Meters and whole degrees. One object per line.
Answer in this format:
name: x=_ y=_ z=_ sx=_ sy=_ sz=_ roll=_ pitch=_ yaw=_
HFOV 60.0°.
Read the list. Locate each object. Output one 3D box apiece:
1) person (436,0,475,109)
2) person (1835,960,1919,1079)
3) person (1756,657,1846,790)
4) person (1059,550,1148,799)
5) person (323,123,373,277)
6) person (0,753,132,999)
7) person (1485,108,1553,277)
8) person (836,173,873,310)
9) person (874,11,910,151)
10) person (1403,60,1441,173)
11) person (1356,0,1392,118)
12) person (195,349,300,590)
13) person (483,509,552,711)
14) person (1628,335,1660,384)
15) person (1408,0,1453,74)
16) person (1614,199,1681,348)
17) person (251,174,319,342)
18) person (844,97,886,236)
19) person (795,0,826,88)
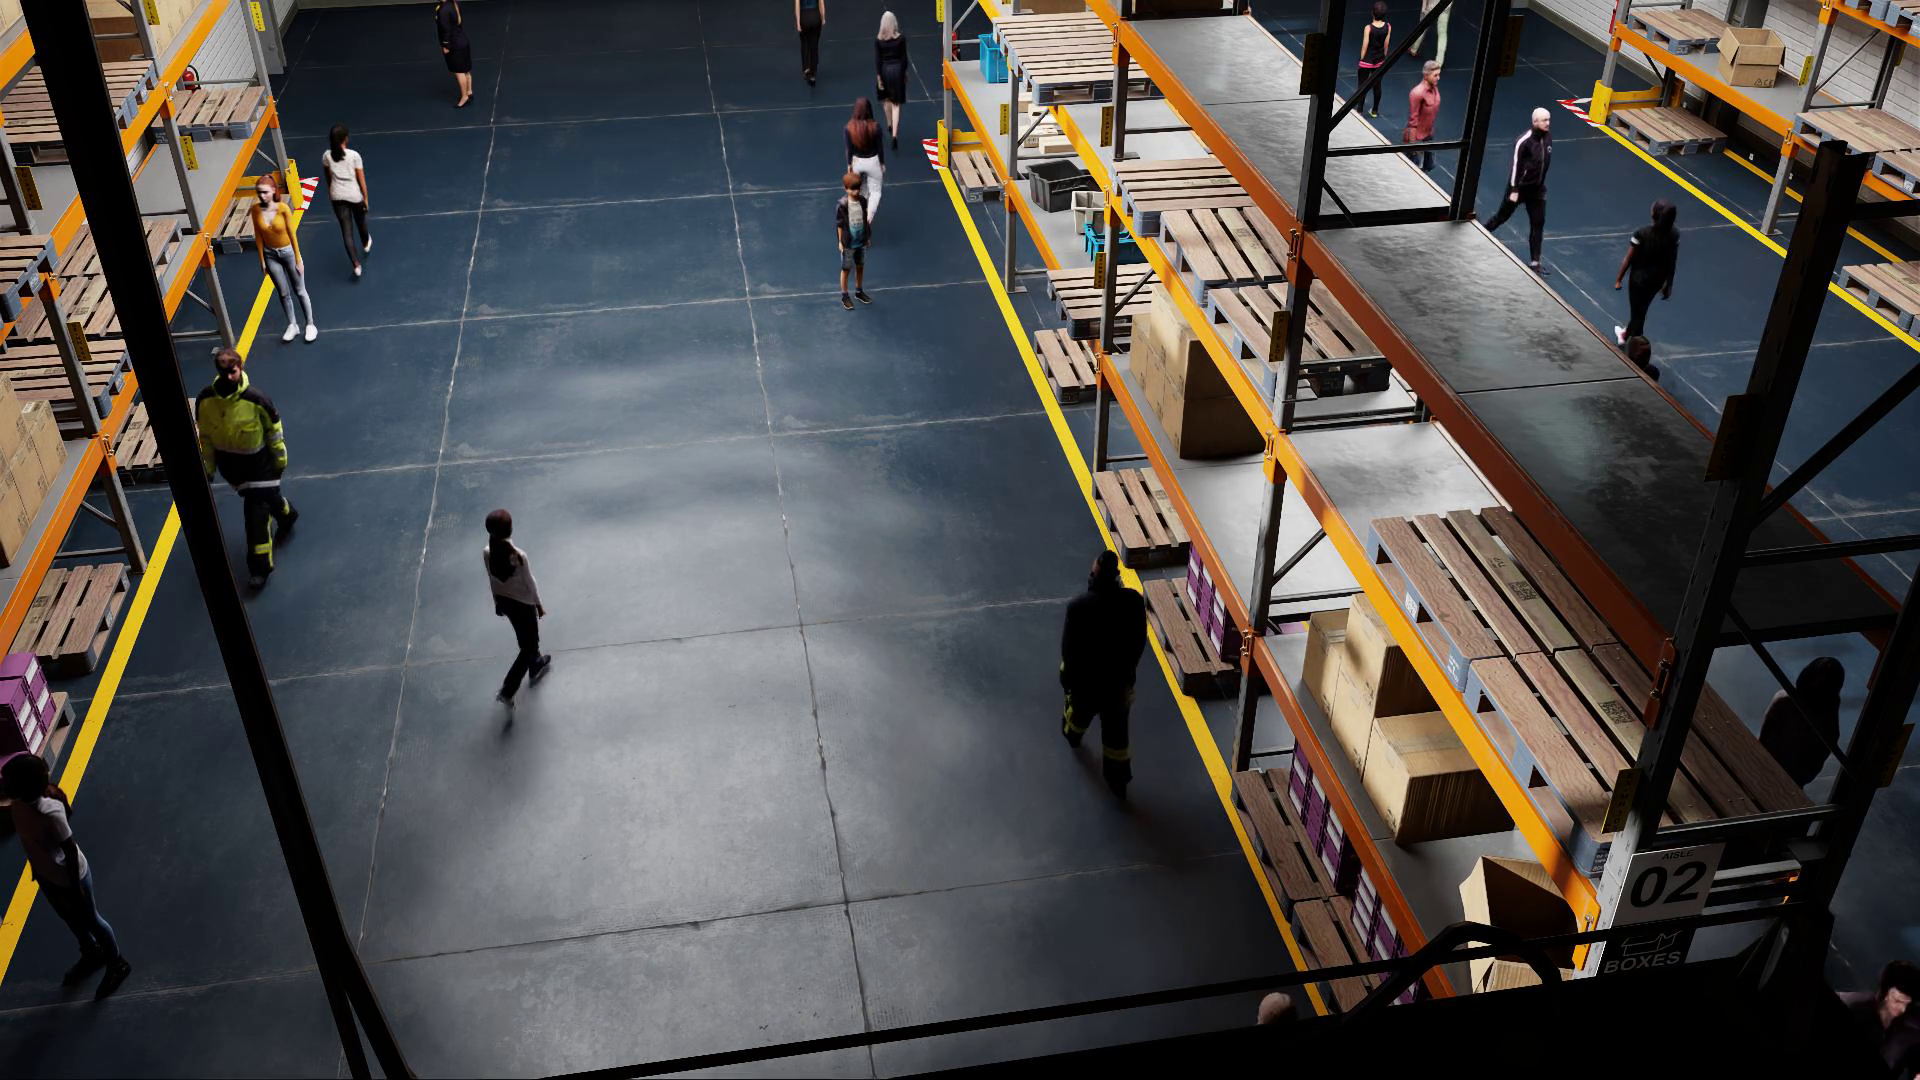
person: x=-6.874 y=-6.742 z=22.649 sx=0.817 sy=1.671 sz=0.664 roll=3 pitch=34 yaw=5
person: x=4.455 y=2.667 z=8.394 sx=0.992 sy=1.781 sz=1.311 roll=5 pitch=34 yaw=7
person: x=5.227 y=1.362 z=10.513 sx=0.619 sy=1.608 sz=0.642 roll=-5 pitch=34 yaw=-7
person: x=0.960 y=0.899 z=11.013 sx=0.774 sy=1.826 sz=1.110 roll=-6 pitch=34 yaw=-9
person: x=-6.653 y=-3.651 z=18.073 sx=0.619 sy=1.589 sz=1.130 roll=-7 pitch=34 yaw=-11
person: x=-5.176 y=1.915 z=9.581 sx=0.670 sy=1.719 sz=0.714 roll=17 pitch=37 yaw=24
person: x=6.088 y=-3.841 z=18.181 sx=0.978 sy=1.785 sz=1.337 roll=-17 pitch=37 yaw=-24
person: x=-1.117 y=-3.159 z=17.461 sx=0.611 sy=1.446 sz=0.630 roll=-22 pitch=39 yaw=-29
person: x=-0.853 y=-5.827 z=21.251 sx=0.721 sy=1.694 sz=1.214 roll=0 pitch=34 yaw=0
person: x=5.311 y=-4.766 z=19.545 sx=0.954 sy=1.815 sz=0.897 roll=23 pitch=40 yaw=30
person: x=5.535 y=-6.441 z=22.302 sx=0.548 sy=1.553 sz=0.519 roll=-8 pitch=34 yaw=-12
person: x=-5.650 y=-0.674 z=13.291 sx=1.024 sy=1.924 sz=1.372 roll=4 pitch=34 yaw=6
person: x=-3.198 y=0.498 z=11.876 sx=0.855 sy=1.539 sz=1.061 roll=11 pitch=35 yaw=16
person: x=5.403 y=-0.905 z=13.755 sx=0.717 sy=1.795 sz=0.699 roll=-10 pitch=35 yaw=-15
person: x=6.883 y=-7.617 z=23.822 sx=0.760 sy=1.829 sz=1.227 roll=-2 pitch=34 yaw=-3
person: x=6.696 y=-2.435 z=16.145 sx=0.704 sy=1.697 sz=1.083 roll=-2 pitch=34 yaw=-3
person: x=-6.797 y=-2.828 z=16.690 sx=0.605 sy=1.748 sz=0.571 roll=0 pitch=34 yaw=0
person: x=-1.064 y=-4.239 z=18.956 sx=0.771 sy=1.591 sz=1.004 roll=3 pitch=34 yaw=4
person: x=-2.091 y=-7.213 z=23.314 sx=0.594 sy=1.719 sz=0.760 roll=-3 pitch=34 yaw=-5
